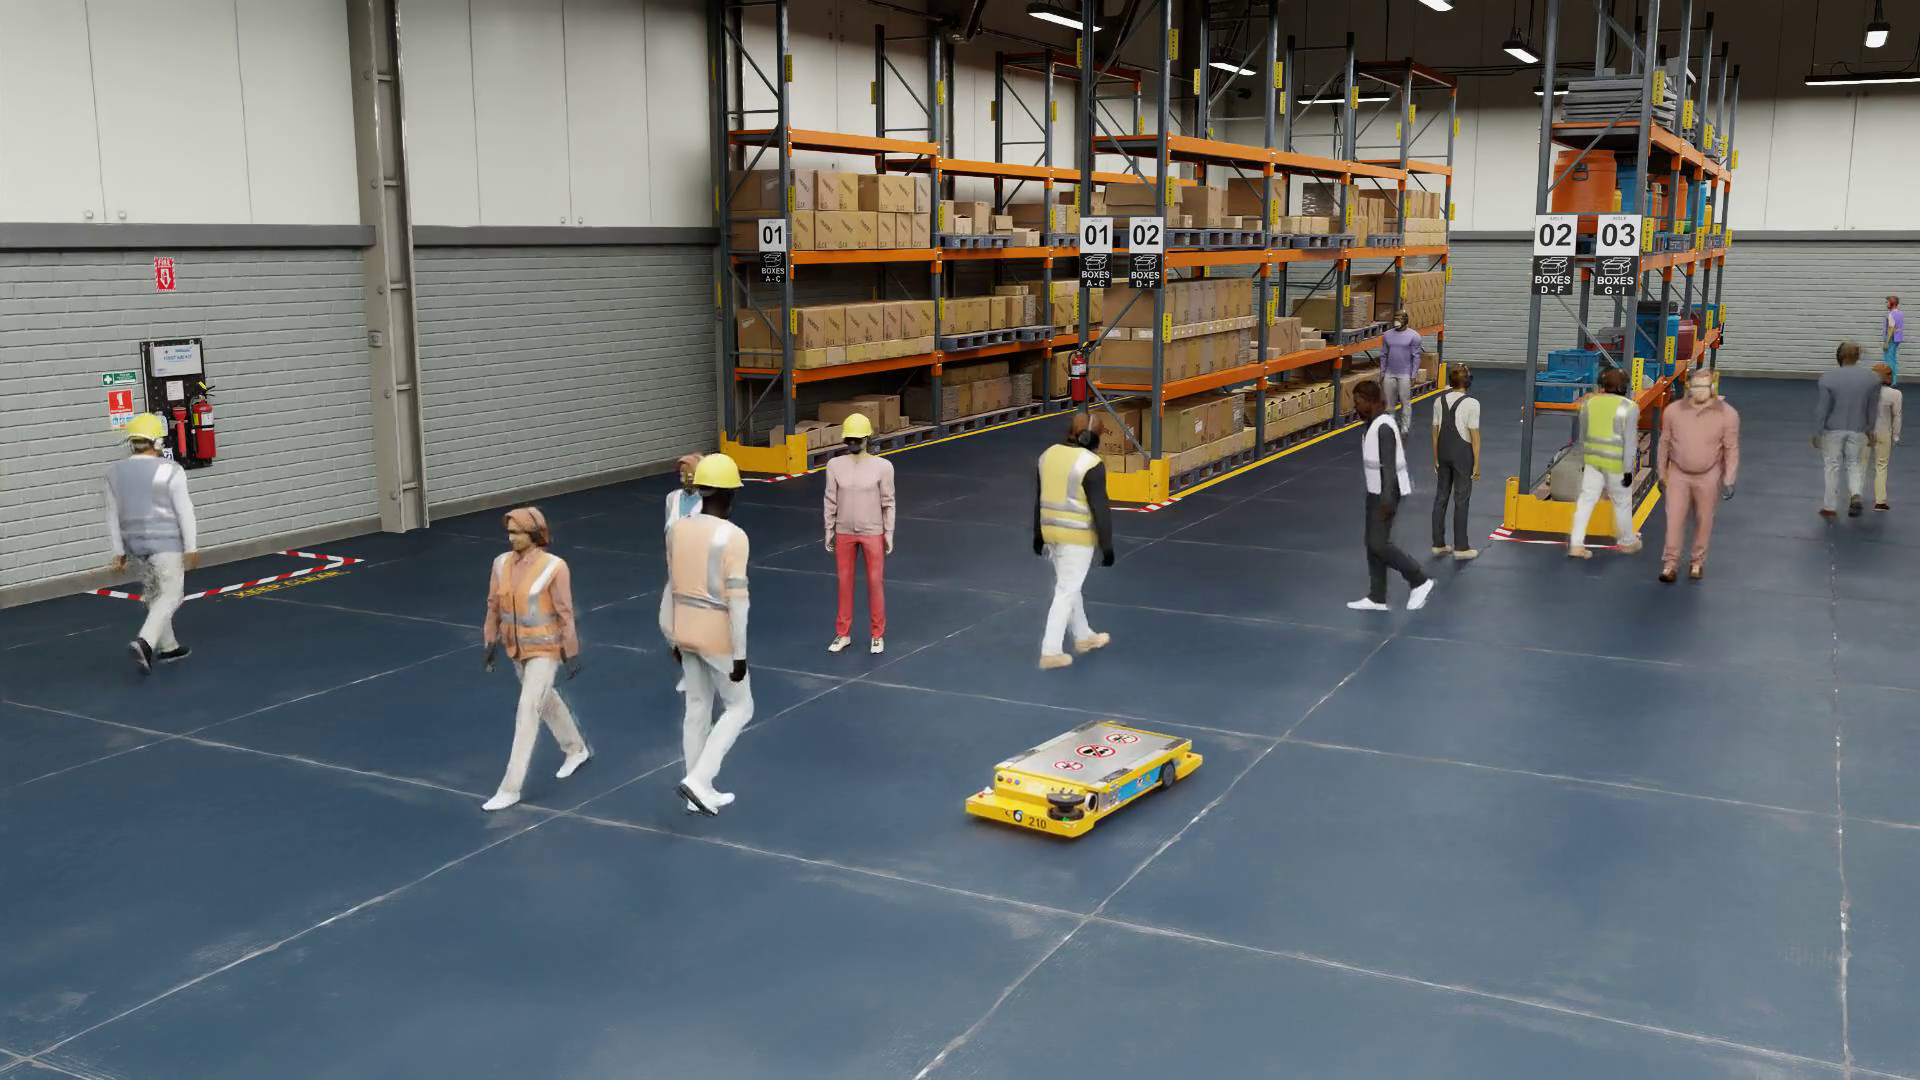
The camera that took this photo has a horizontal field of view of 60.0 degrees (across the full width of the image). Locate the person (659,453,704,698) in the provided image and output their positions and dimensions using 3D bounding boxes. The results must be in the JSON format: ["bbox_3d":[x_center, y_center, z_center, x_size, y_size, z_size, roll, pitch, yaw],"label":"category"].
[{"bbox_3d":[-1.730,0.242,10.861,0.547,1.625,0.360,7,12,33],"label":"person"}]

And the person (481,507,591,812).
[{"bbox_3d":[-2.314,0.599,9.040,0.529,1.594,0.877,6,12,31],"label":"person"}]

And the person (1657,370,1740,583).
[{"bbox_3d":[6.395,-0.537,14.477,0.669,1.861,0.953,6,12,29],"label":"person"}]

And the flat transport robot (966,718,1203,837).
[{"bbox_3d":[0.704,1.261,9.041,0.652,0.197,1.431,7,13,34],"label":"flat transport robot"}]

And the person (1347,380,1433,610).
[{"bbox_3d":[3.463,-0.350,13.462,0.615,1.873,0.661,1,10,4],"label":"person"}]

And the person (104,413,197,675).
[{"bbox_3d":[-5.640,0.028,11.565,0.600,1.814,0.754,2,11,10],"label":"person"}]

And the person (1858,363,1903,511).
[{"bbox_3d":[10.142,-1.144,18.435,0.507,1.631,0.266,9,14,41],"label":"person"}]

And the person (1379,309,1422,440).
[{"bbox_3d":[6.536,-2.460,24.782,0.630,1.940,0.371,9,14,40],"label":"person"}]

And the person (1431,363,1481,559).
[{"bbox_3d":[4.676,-0.740,15.655,0.342,1.846,0.508,-8,13,-38],"label":"person"}]

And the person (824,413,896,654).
[{"bbox_3d":[-0.734,-0.042,12.072,0.533,1.765,0.329,2,11,11],"label":"person"}]

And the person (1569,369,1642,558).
[{"bbox_3d":[6.118,-0.718,15.684,0.989,1.793,0.642,-7,13,-35],"label":"person"}]

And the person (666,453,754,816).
[{"bbox_3d":[-1.311,0.509,8.669,0.605,1.913,0.520,8,13,36],"label":"person"}]

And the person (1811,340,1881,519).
[{"bbox_3d":[9.399,-1.156,17.690,0.653,1.928,0.516,1,10,5],"label":"person"}]

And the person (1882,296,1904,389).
[{"bbox_3d":[18.510,-3.924,33.024,0.373,1.840,0.571,10,14,43],"label":"person"}]

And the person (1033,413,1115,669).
[{"bbox_3d":[0.846,-0.009,11.818,0.847,1.793,0.697,-8,13,-37],"label":"person"}]
